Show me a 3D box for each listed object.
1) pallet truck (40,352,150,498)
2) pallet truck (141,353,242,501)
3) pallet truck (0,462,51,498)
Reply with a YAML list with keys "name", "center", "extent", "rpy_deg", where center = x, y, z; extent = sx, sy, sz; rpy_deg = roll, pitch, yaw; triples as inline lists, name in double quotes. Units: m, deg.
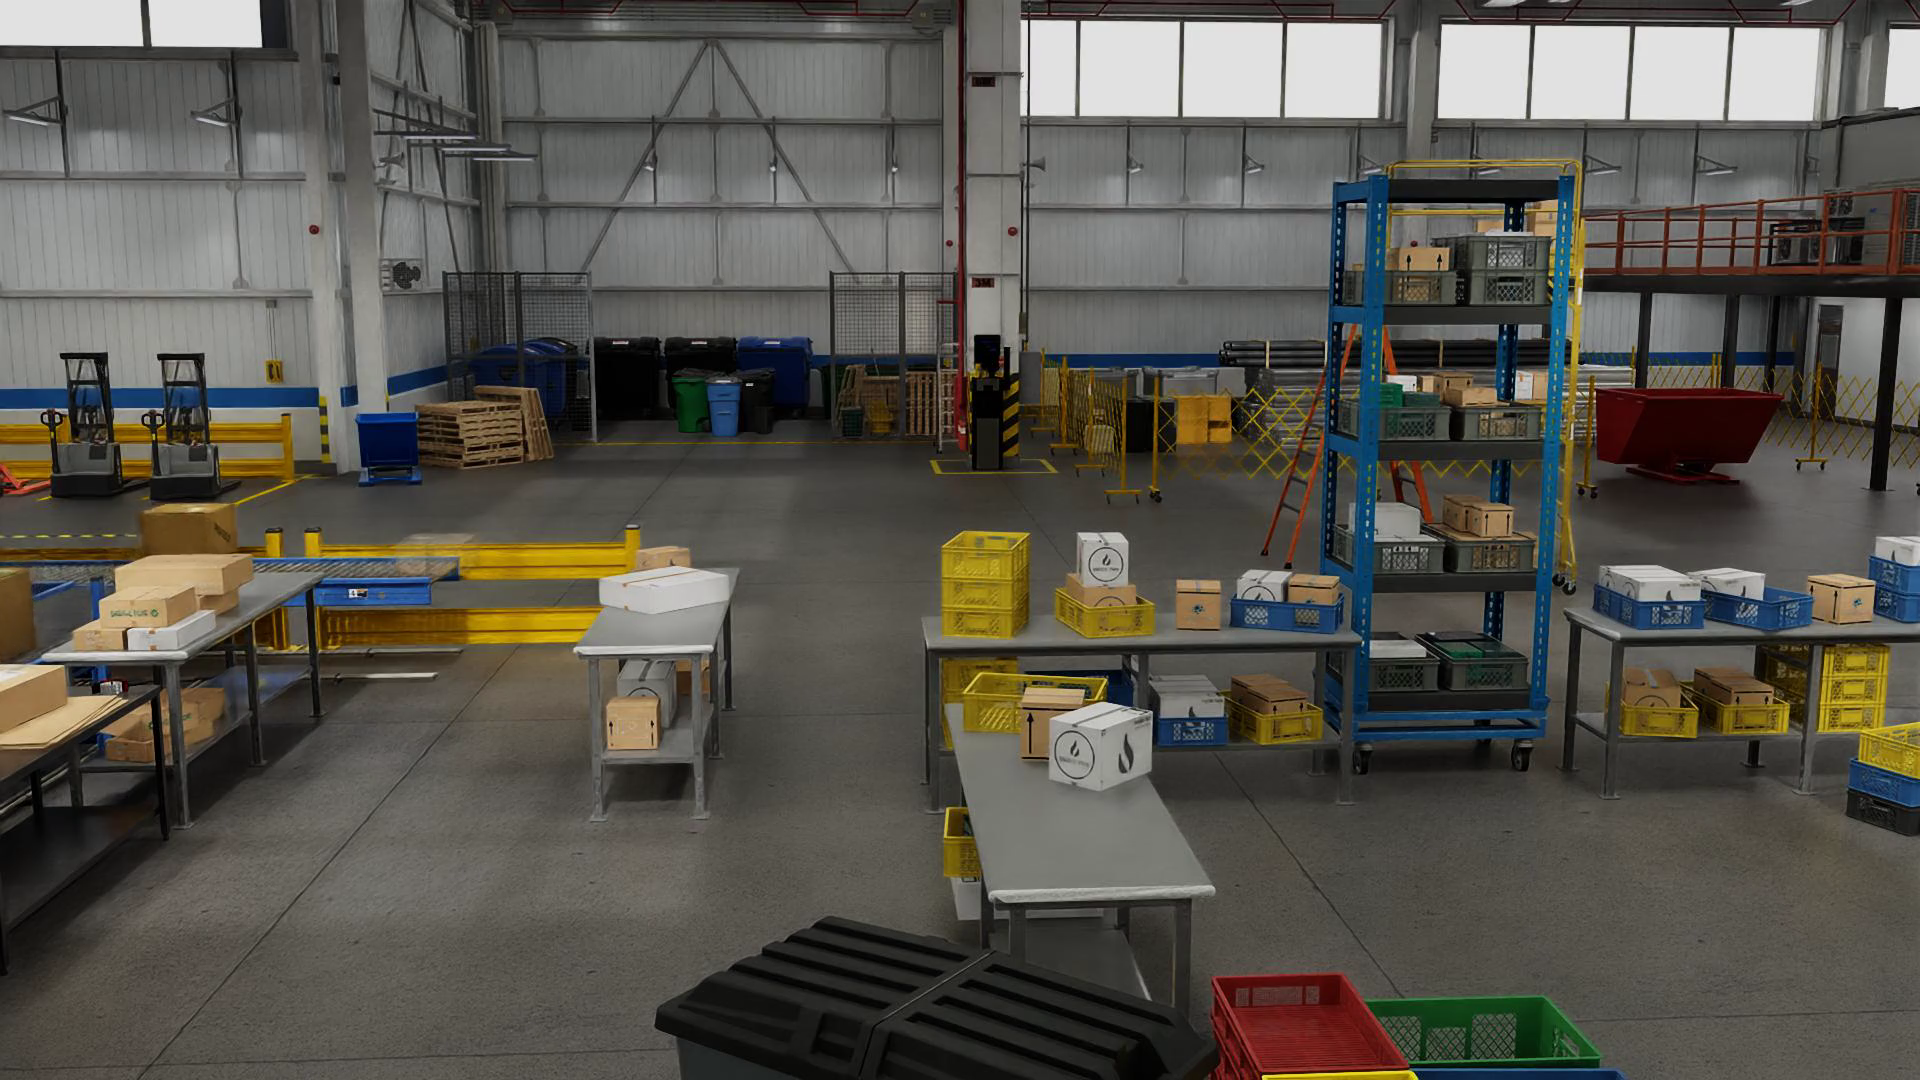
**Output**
- name: "pallet truck"
  center: [-11.907, -1.642, 23.165]
  extent: [0.823, 1.965, 1.885]
  rpy_deg: [0, 9, 0]
- name: "pallet truck"
  center: [-10.520, -1.604, 22.925]
  extent: [0.823, 1.965, 1.885]
  rpy_deg: [-1, 9, -6]
- name: "pallet truck"
  center: [-13.193, -1.293, 23.148]
  extent: [0.653, 1.274, 1.630]
  rpy_deg: [-1, 9, -4]
